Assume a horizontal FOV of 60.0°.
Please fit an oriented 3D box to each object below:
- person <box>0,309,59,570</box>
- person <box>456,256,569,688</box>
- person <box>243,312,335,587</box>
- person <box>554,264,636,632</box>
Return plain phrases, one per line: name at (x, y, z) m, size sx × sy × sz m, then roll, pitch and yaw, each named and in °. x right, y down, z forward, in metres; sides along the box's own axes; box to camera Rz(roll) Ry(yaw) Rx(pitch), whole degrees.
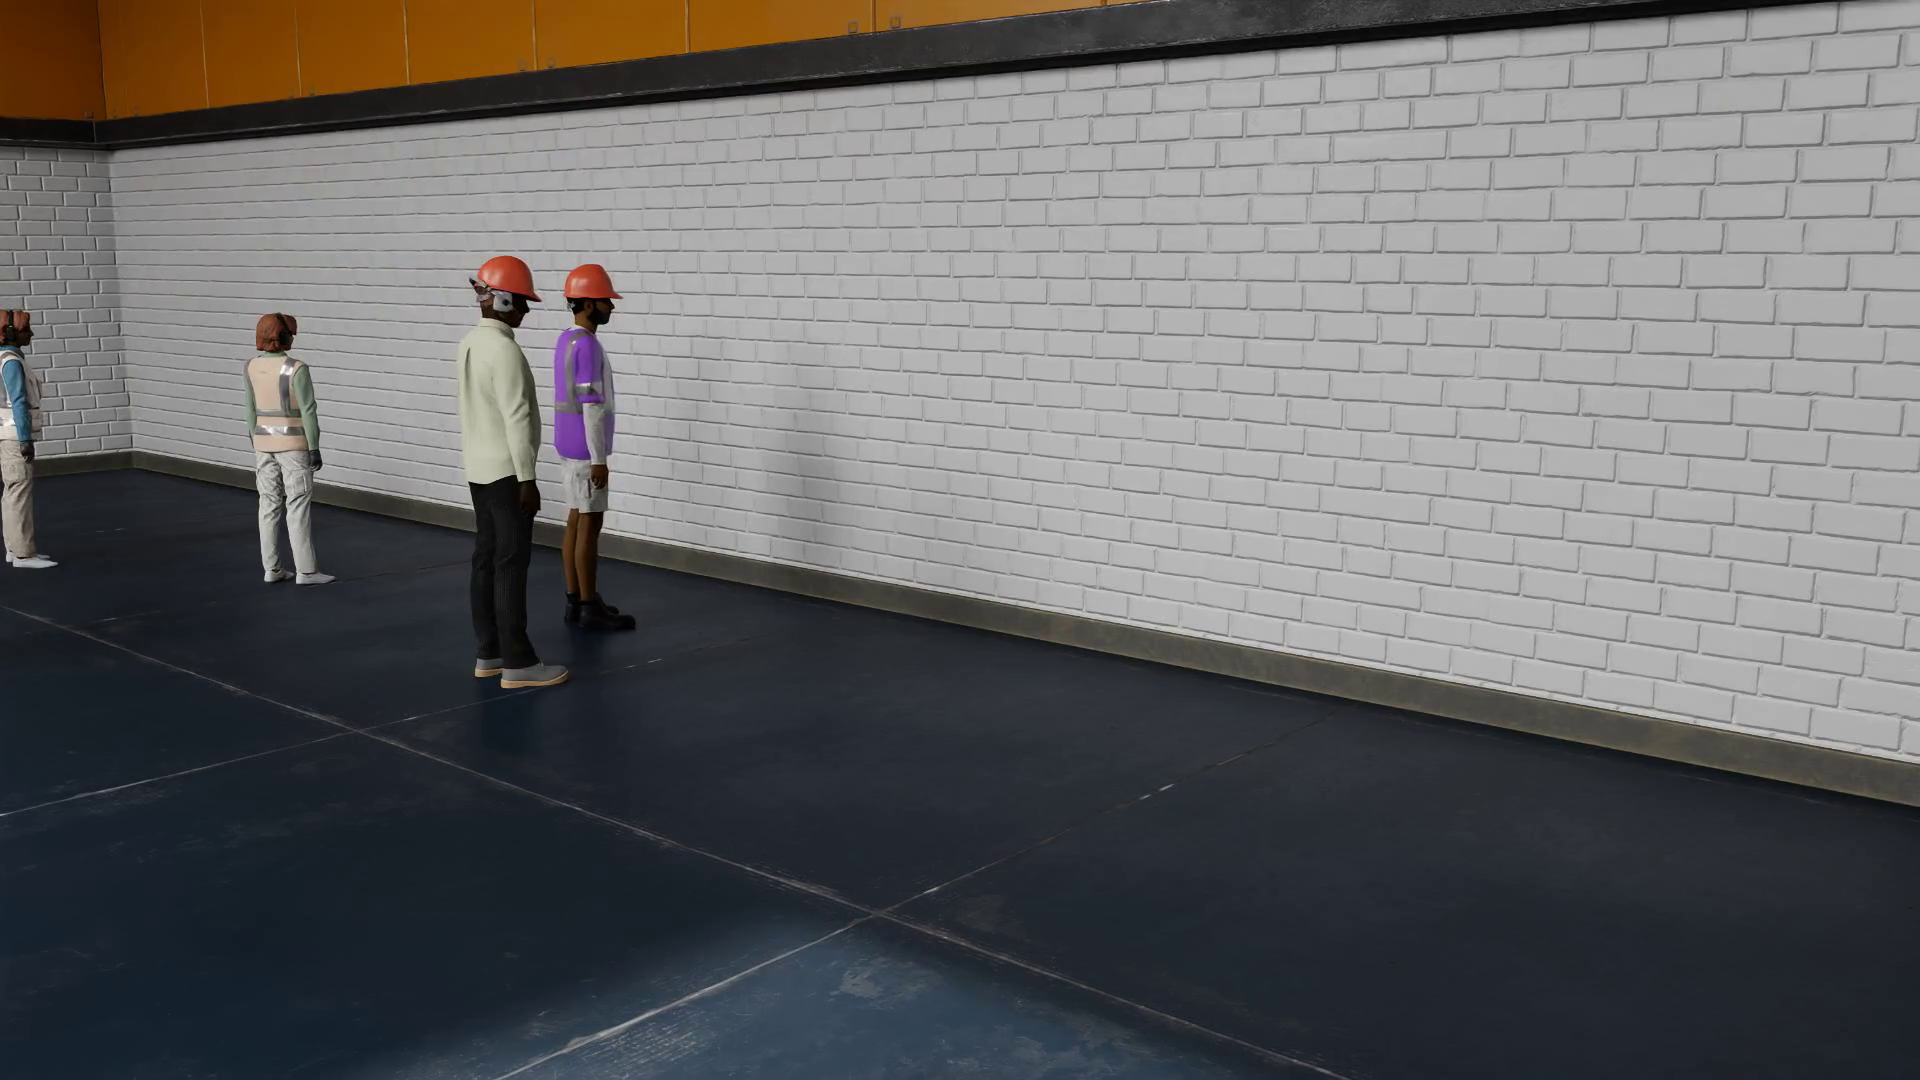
person at (-5.959, -0.634, 10.535) m, size 0.311 × 1.639 × 0.521 m, roll -7°, pitch 12°, yaw -35°
person at (-2.102, -0.312, 7.718) m, size 0.393 × 1.985 × 0.611 m, roll -8°, pitch 12°, yaw -37°
person at (-4.046, -0.534, 9.962) m, size 0.514 × 1.641 × 0.307 m, roll 4°, pitch 11°, yaw 21°
person at (-1.961, -0.489, 8.854) m, size 0.378 × 1.938 × 0.547 m, roll -5°, pitch 11°, yaw -25°
